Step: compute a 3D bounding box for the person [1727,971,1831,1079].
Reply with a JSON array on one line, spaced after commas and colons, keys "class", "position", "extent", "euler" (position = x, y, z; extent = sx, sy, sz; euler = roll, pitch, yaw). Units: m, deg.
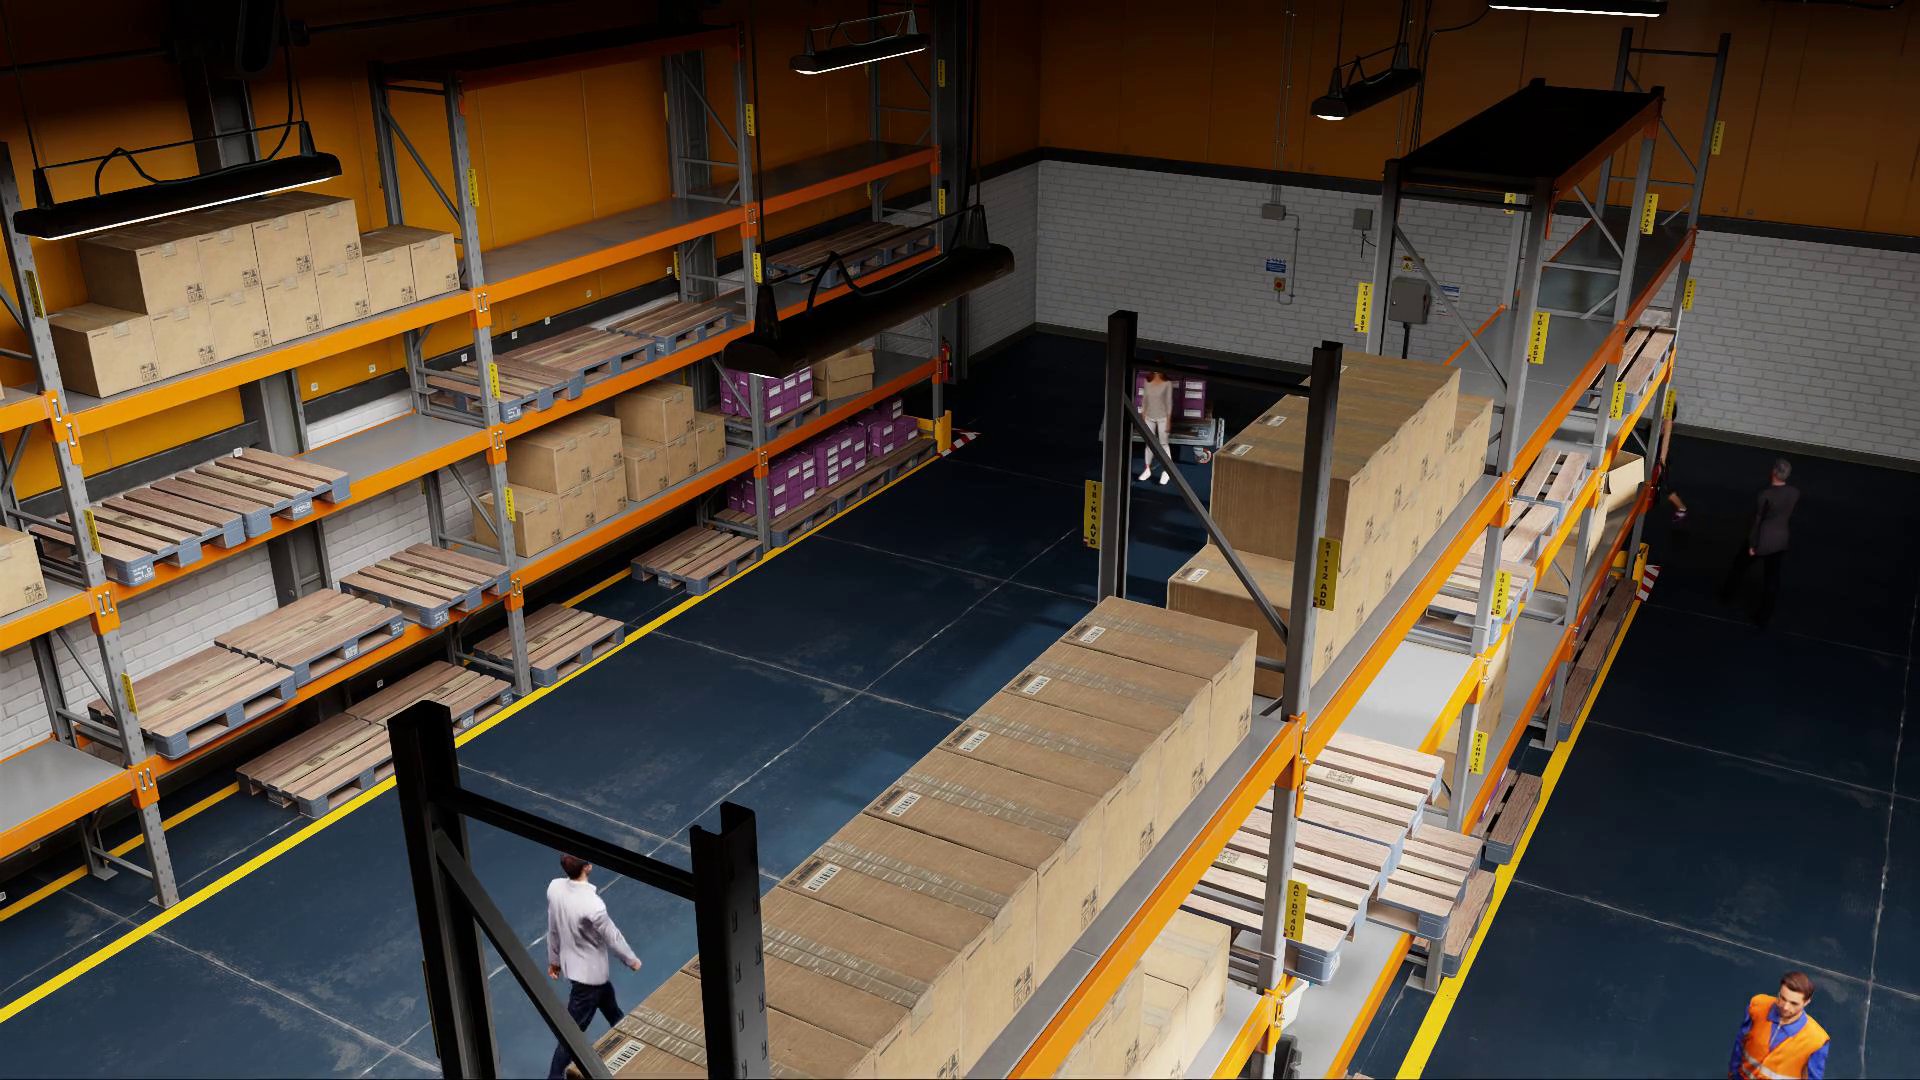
[{"class": "person", "position": [4.911, 3.297, 10.053], "extent": [0.781, 1.844, 0.784], "euler": [-20, 30, -38]}]

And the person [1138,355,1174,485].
[{"class": "person", "position": [2.536, -1.564, 21.346], "extent": [0.569, 1.706, 0.530], "euler": [13, 27, 27]}]

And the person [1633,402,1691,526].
[{"class": "person", "position": [8.436, -0.926, 19.912], "extent": [1.076, 1.686, 1.132], "euler": [-2, 24, -5]}]

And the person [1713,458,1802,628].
[{"class": "person", "position": [8.549, 0.051, 17.523], "extent": [1.126, 1.809, 1.224], "euler": [-4, 24, -8]}]

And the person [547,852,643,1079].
[{"class": "person", "position": [-2.564, 2.898, 11.030], "extent": [0.896, 1.793, 1.309], "euler": [21, 31, 39]}]
